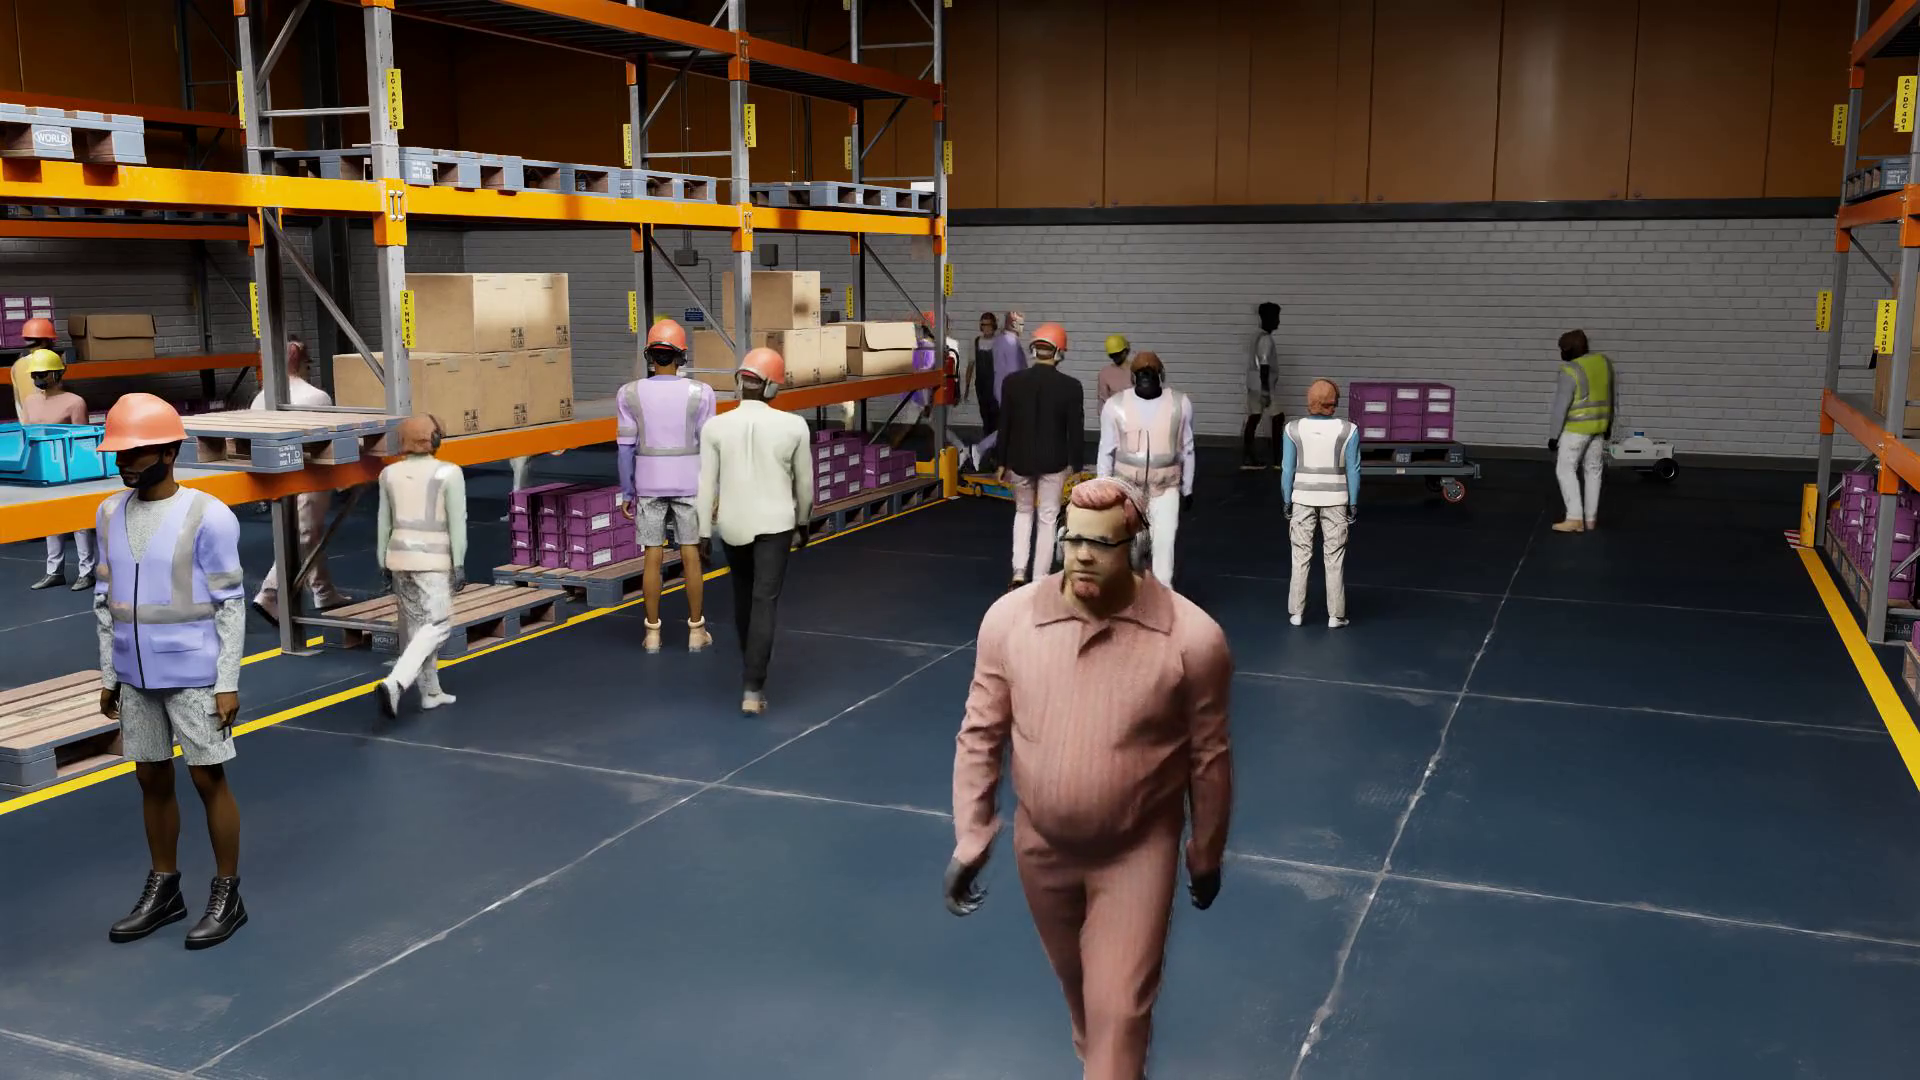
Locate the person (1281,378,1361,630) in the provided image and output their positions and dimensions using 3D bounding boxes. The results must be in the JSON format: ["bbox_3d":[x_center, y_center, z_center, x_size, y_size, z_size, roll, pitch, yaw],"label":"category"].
[{"bbox_3d":[2.347,-0.231,10.840,0.515,1.645,0.308,4,10,21],"label":"person"}]

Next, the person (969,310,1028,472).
[{"bbox_3d":[0.488,-1.642,18.676,0.753,1.877,0.657,-2,10,-13],"label":"person"}]

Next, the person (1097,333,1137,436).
[{"bbox_3d":[1.595,-1.106,15.868,0.595,1.724,0.418,2,10,15],"label":"person"}]

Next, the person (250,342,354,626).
[{"bbox_3d":[-4.444,-0.384,11.108,0.642,1.872,0.933,5,11,27],"label":"person"}]

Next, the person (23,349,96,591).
[{"bbox_3d":[-6.585,-0.503,12.122,0.533,1.768,0.311,2,10,10],"label":"person"}]

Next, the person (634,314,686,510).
[{"bbox_3d":[-2.856,-1.209,15.984,0.585,1.910,0.439,4,10,22],"label":"person"}]

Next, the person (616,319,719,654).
[{"bbox_3d":[-1.776,-0.321,10.176,0.615,2.042,0.372,-1,9,-6],"label":"person"}]

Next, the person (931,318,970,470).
[{"bbox_3d":[-0.160,-1.710,19.230,0.740,1.848,0.535,7,12,36],"label":"person"}]

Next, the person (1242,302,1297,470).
[{"bbox_3d":[3.647,-1.766,19.262,0.789,1.928,0.634,-1,9,-5],"label":"person"}]

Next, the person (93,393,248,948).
[{"bbox_3d":[-2.761,0.457,5.781,0.551,1.936,0.356,2,10,12],"label":"person"}]

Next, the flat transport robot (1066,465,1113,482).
[{"bbox_3d":[1.339,-0.654,17.554,1.431,0.197,0.652,-6,11,-33],"label":"flat transport robot"}]

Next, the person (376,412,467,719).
[{"bbox_3d":[-2.847,0.149,8.622,0.539,1.607,0.628,3,10,20],"label":"person"}]

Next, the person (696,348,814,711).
[{"bbox_3d":[-1.114,-0.075,9.094,0.607,1.926,1.105,0,9,3],"label":"person"}]

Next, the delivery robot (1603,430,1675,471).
[{"bbox_3d":[7.450,-0.962,18.279,0.707,0.478,0.477,0,9,0],"label":"delivery robot"}]

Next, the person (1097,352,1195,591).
[{"bbox_3d":[1.215,-0.319,10.900,0.642,1.798,0.917,1,9,7],"label":"person"}]

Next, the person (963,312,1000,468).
[{"bbox_3d":[0.306,-1.749,19.506,0.519,1.818,0.723,4,10,21],"label":"person"}]

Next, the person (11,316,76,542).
[{"bbox_3d":[-7.812,-0.938,14.239,0.548,1.936,0.365,4,10,25],"label":"person"}]

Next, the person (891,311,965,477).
[{"bbox_3d":[-0.452,-1.588,18.378,0.997,1.888,0.561,-4,10,-23],"label":"person"}]

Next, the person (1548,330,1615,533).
[{"bbox_3d":[5.540,-0.964,14.829,0.705,1.808,0.432,-5,11,-27],"label":"person"}]

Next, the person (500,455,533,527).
[{"bbox_3d":[-4.066,-0.961,15.057,0.511,1.698,0.865,3,10,16],"label":"person"}]

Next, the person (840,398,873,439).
[{"bbox_3d":[-1.217,-1.602,19.265,0.512,1.614,0.360,-6,11,-34],"label":"person"}]

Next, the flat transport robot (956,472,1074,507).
[{"bbox_3d":[0.624,-0.525,16.774,0.652,0.197,1.431,-6,11,-33],"label":"flat transport robot"}]

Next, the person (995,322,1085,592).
[{"bbox_3d":[0.577,-0.534,11.683,0.635,1.971,0.433,3,10,18],"label":"person"}]

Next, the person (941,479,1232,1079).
[{"bbox_3d":[0.329,0.764,4.185,0.649,1.861,0.984,4,10,23],"label":"person"}]
